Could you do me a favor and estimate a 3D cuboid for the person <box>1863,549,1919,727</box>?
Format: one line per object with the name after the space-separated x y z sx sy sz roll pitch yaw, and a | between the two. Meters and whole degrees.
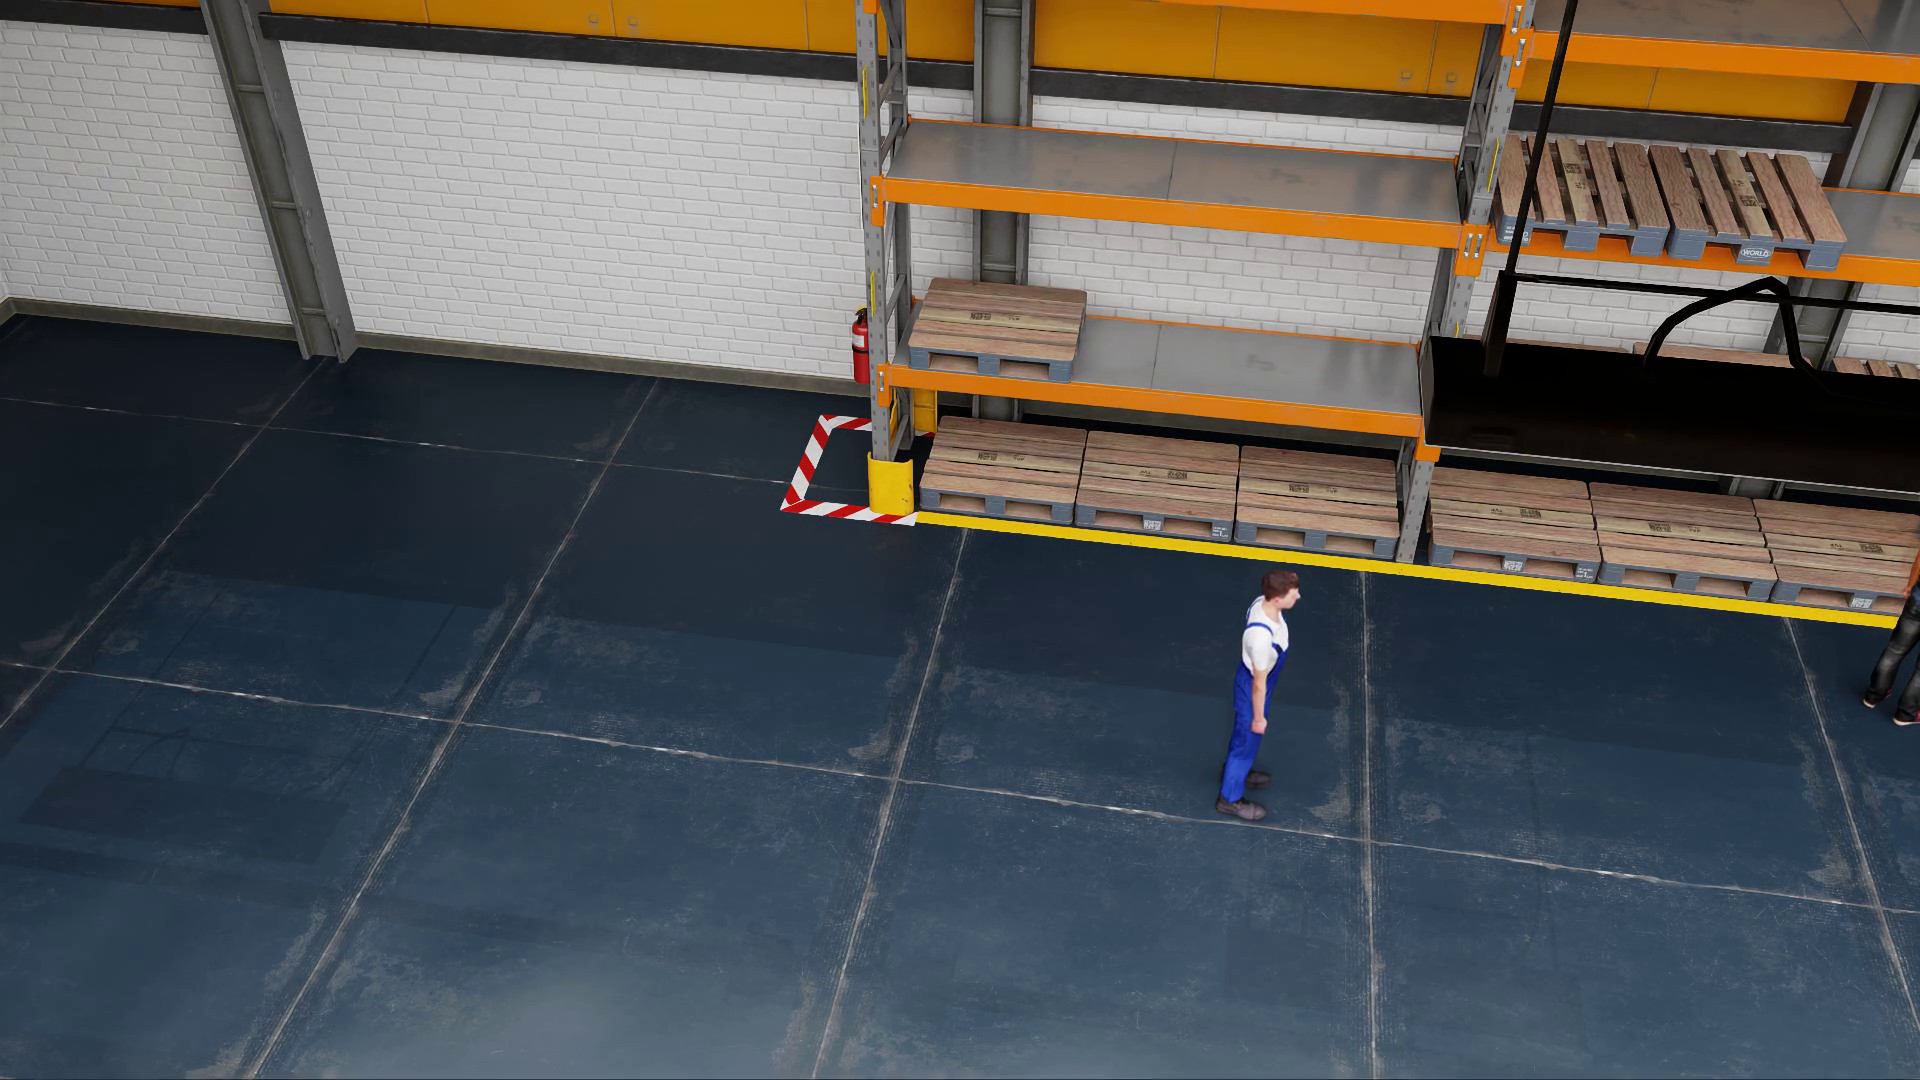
6.297 0.424 10.699 0.767 1.809 0.722 -22 43 -25 | person

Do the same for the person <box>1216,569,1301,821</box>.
1.785 0.902 10.070 0.563 1.847 0.630 9 40 11 | person
